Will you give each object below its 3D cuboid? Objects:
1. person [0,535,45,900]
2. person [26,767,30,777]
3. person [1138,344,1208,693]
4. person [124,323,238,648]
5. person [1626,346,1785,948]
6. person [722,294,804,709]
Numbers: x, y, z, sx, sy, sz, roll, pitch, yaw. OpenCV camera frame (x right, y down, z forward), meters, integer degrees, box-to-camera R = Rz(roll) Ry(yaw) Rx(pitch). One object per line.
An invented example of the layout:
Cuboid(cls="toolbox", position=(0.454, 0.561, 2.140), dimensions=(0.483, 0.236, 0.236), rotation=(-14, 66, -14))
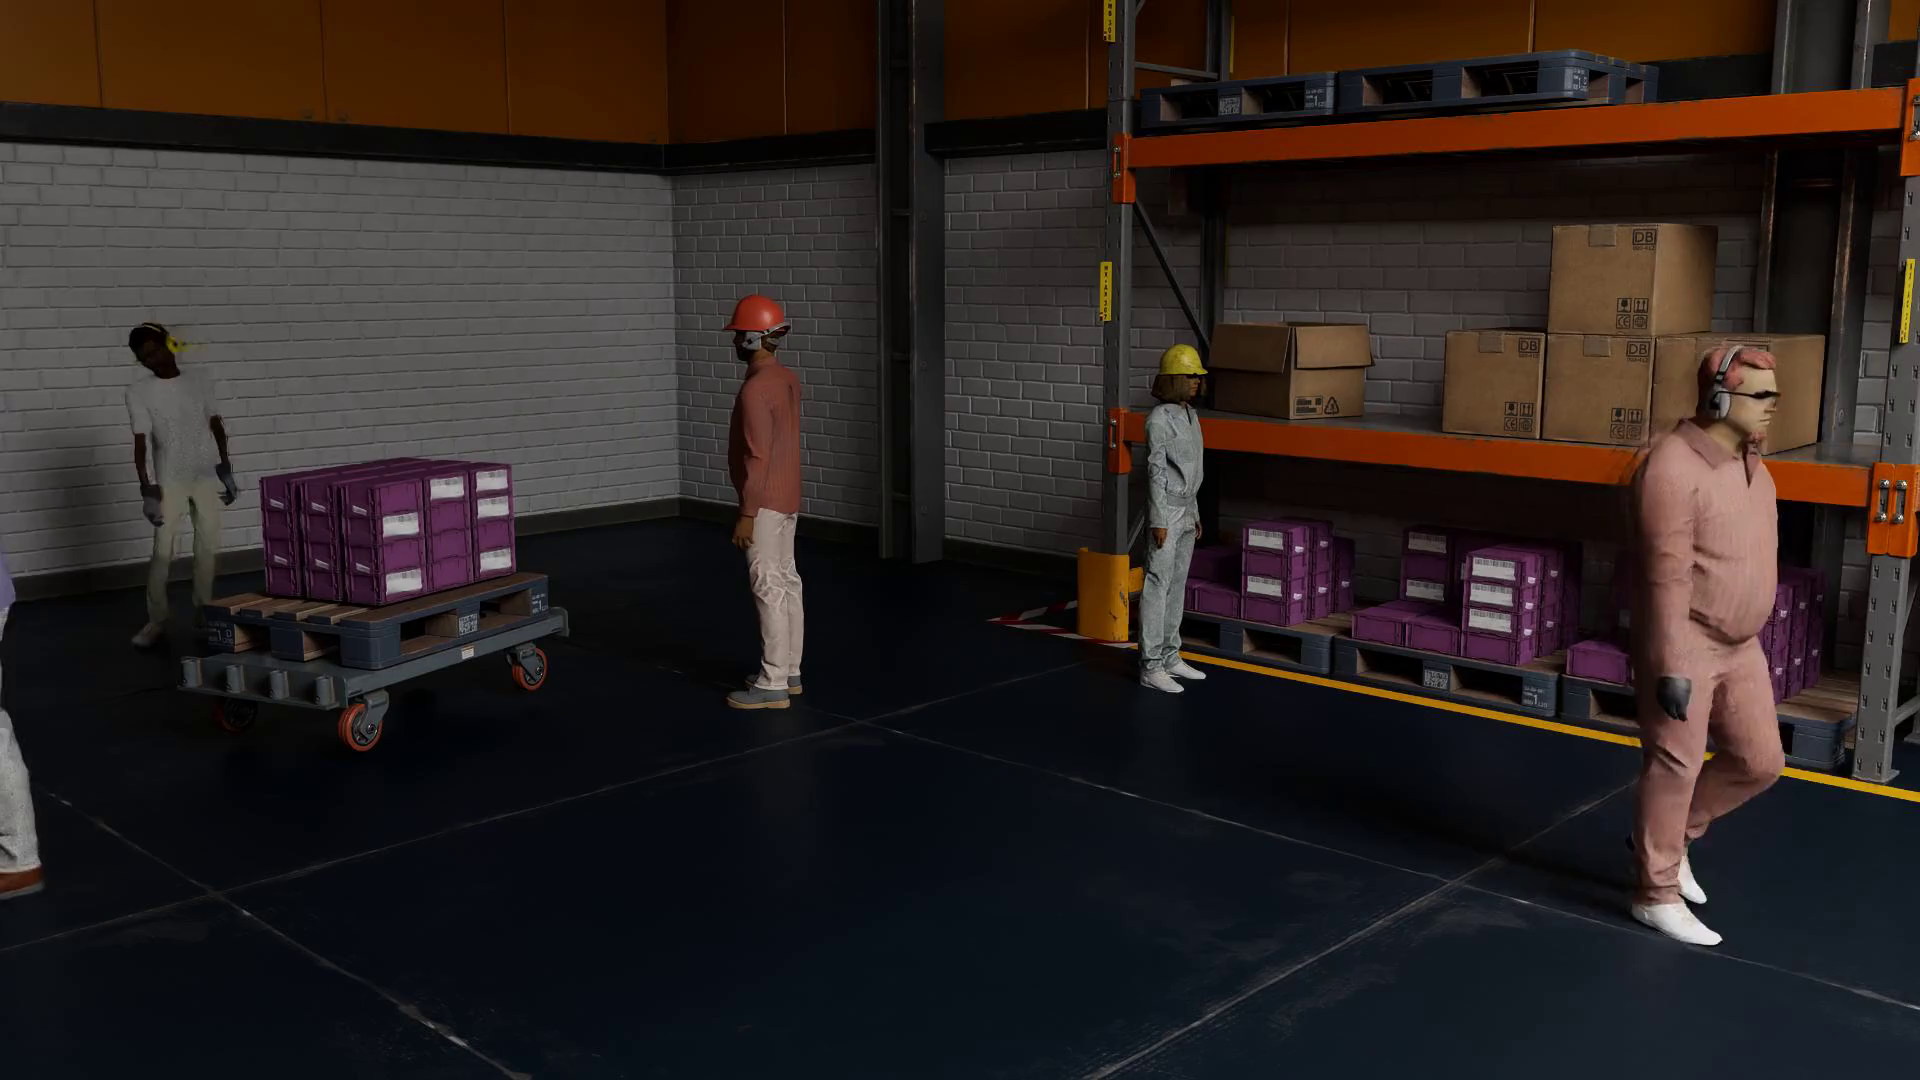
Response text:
Cuboid(cls="person", position=(-3.395, 0.262, 5.596), dimensions=(0.412, 1.923, 0.638), rotation=(-5, 11, -29))
Cuboid(cls="person", position=(-4.293, 0.114, 6.461), dimensions=(0.924, 1.946, 0.625), rotation=(-3, 10, -20))
Cuboid(cls="person", position=(1.099, -0.116, 8.430), dimensions=(0.296, 1.745, 0.484), rotation=(6, 11, 31))
Cuboid(cls="person", position=(-4.395, -0.303, 9.358), dimensions=(0.356, 1.833, 0.653), rotation=(7, 11, 36))
Cuboid(cls="person", position=(2.337, 0.340, 5.207), dimensions=(0.644, 1.889, 0.420), rotation=(-7, 11, -35))
Cuboid(cls="person", position=(-0.950, -0.181, 8.059), dimensions=(0.378, 1.996, 0.611), rotation=(2, 9, 11))
